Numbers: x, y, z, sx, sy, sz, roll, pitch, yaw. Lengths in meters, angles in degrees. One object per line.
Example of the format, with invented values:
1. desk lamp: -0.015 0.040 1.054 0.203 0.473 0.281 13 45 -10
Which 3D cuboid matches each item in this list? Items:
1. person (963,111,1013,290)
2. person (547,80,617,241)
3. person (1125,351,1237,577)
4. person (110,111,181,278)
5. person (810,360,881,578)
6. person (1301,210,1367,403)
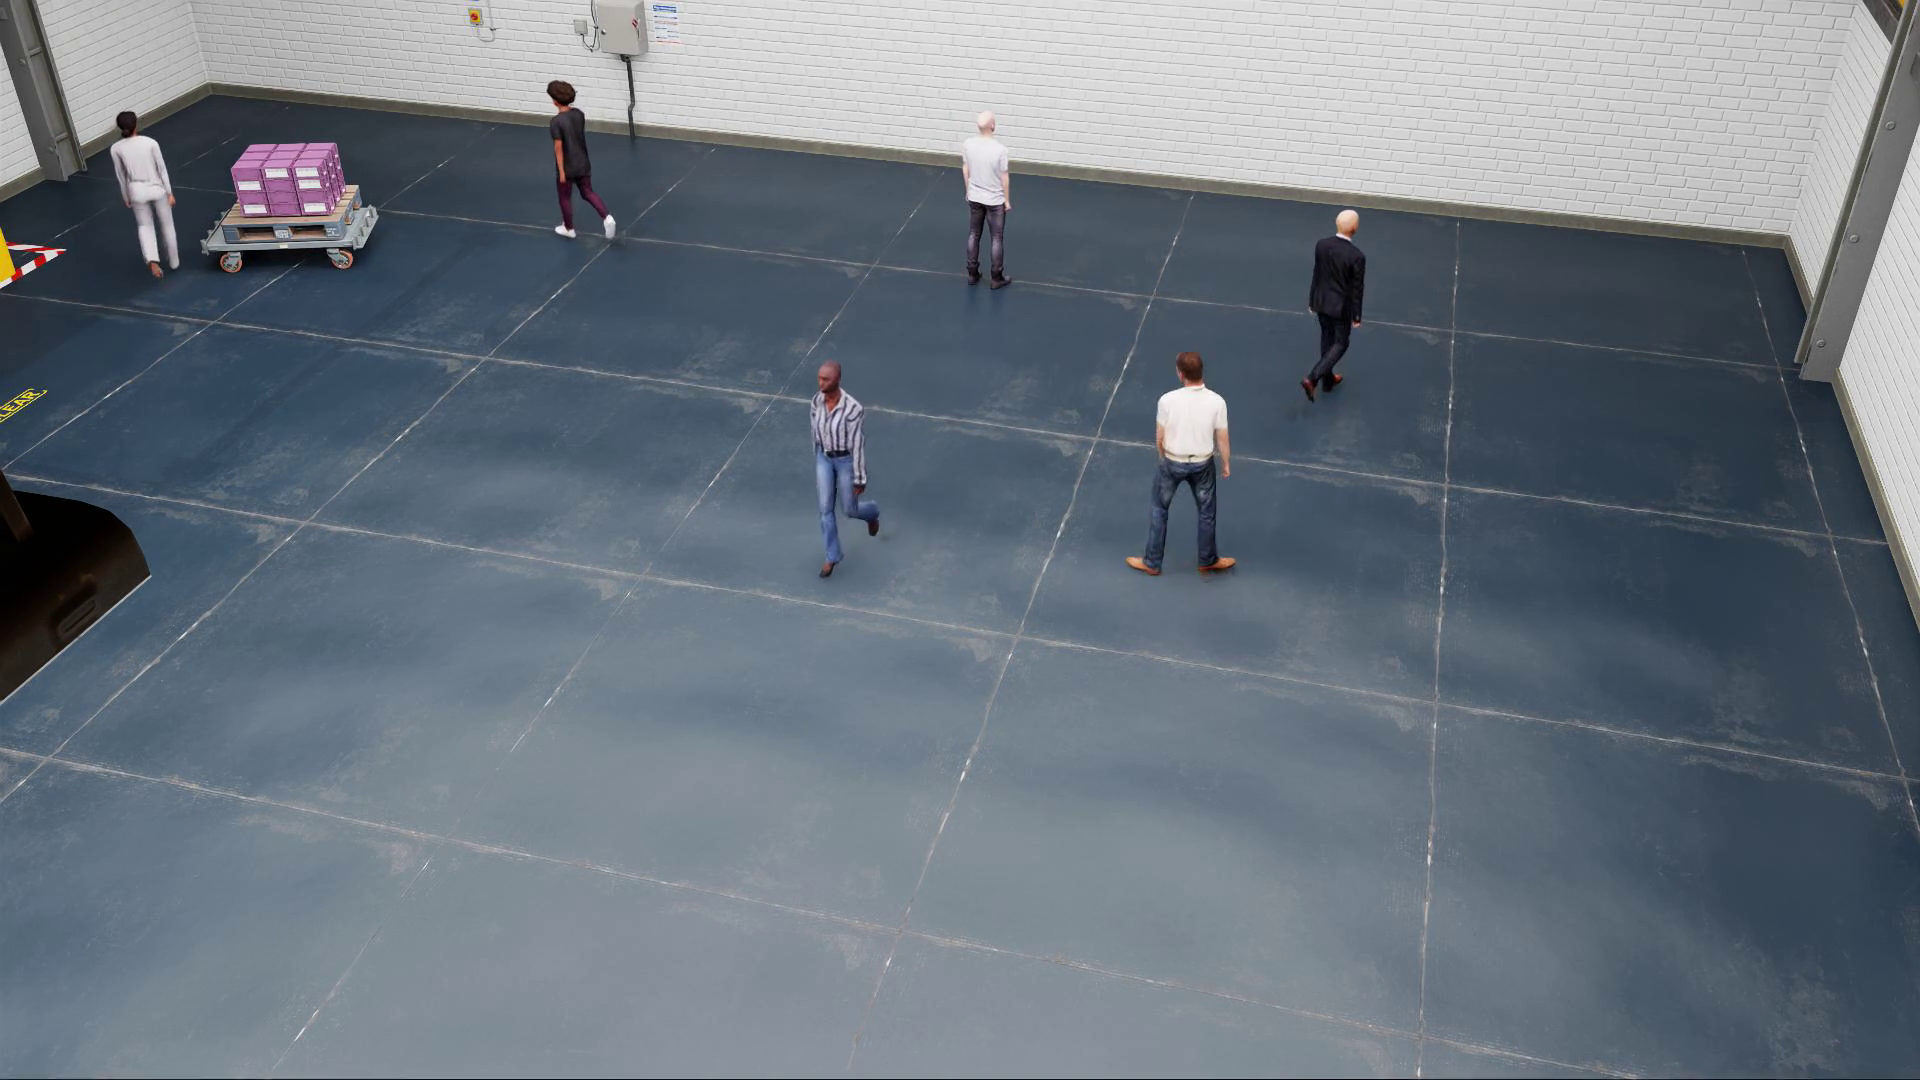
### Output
1. person: 0.264 -3.448 16.846 0.707 1.832 0.662 16 37 23
2. person: -4.086 -4.027 17.780 0.931 1.764 1.058 21 39 29
3. person: 1.753 -0.534 12.469 1.072 1.825 0.787 7 34 11
4. person: -8.336 -3.522 17.062 0.903 1.718 1.033 -9 35 -13
5. person: -0.864 -0.572 12.573 0.762 1.774 0.975 17 37 24
6. person: 3.283 -2.052 14.793 0.986 1.781 1.135 29 43 36
